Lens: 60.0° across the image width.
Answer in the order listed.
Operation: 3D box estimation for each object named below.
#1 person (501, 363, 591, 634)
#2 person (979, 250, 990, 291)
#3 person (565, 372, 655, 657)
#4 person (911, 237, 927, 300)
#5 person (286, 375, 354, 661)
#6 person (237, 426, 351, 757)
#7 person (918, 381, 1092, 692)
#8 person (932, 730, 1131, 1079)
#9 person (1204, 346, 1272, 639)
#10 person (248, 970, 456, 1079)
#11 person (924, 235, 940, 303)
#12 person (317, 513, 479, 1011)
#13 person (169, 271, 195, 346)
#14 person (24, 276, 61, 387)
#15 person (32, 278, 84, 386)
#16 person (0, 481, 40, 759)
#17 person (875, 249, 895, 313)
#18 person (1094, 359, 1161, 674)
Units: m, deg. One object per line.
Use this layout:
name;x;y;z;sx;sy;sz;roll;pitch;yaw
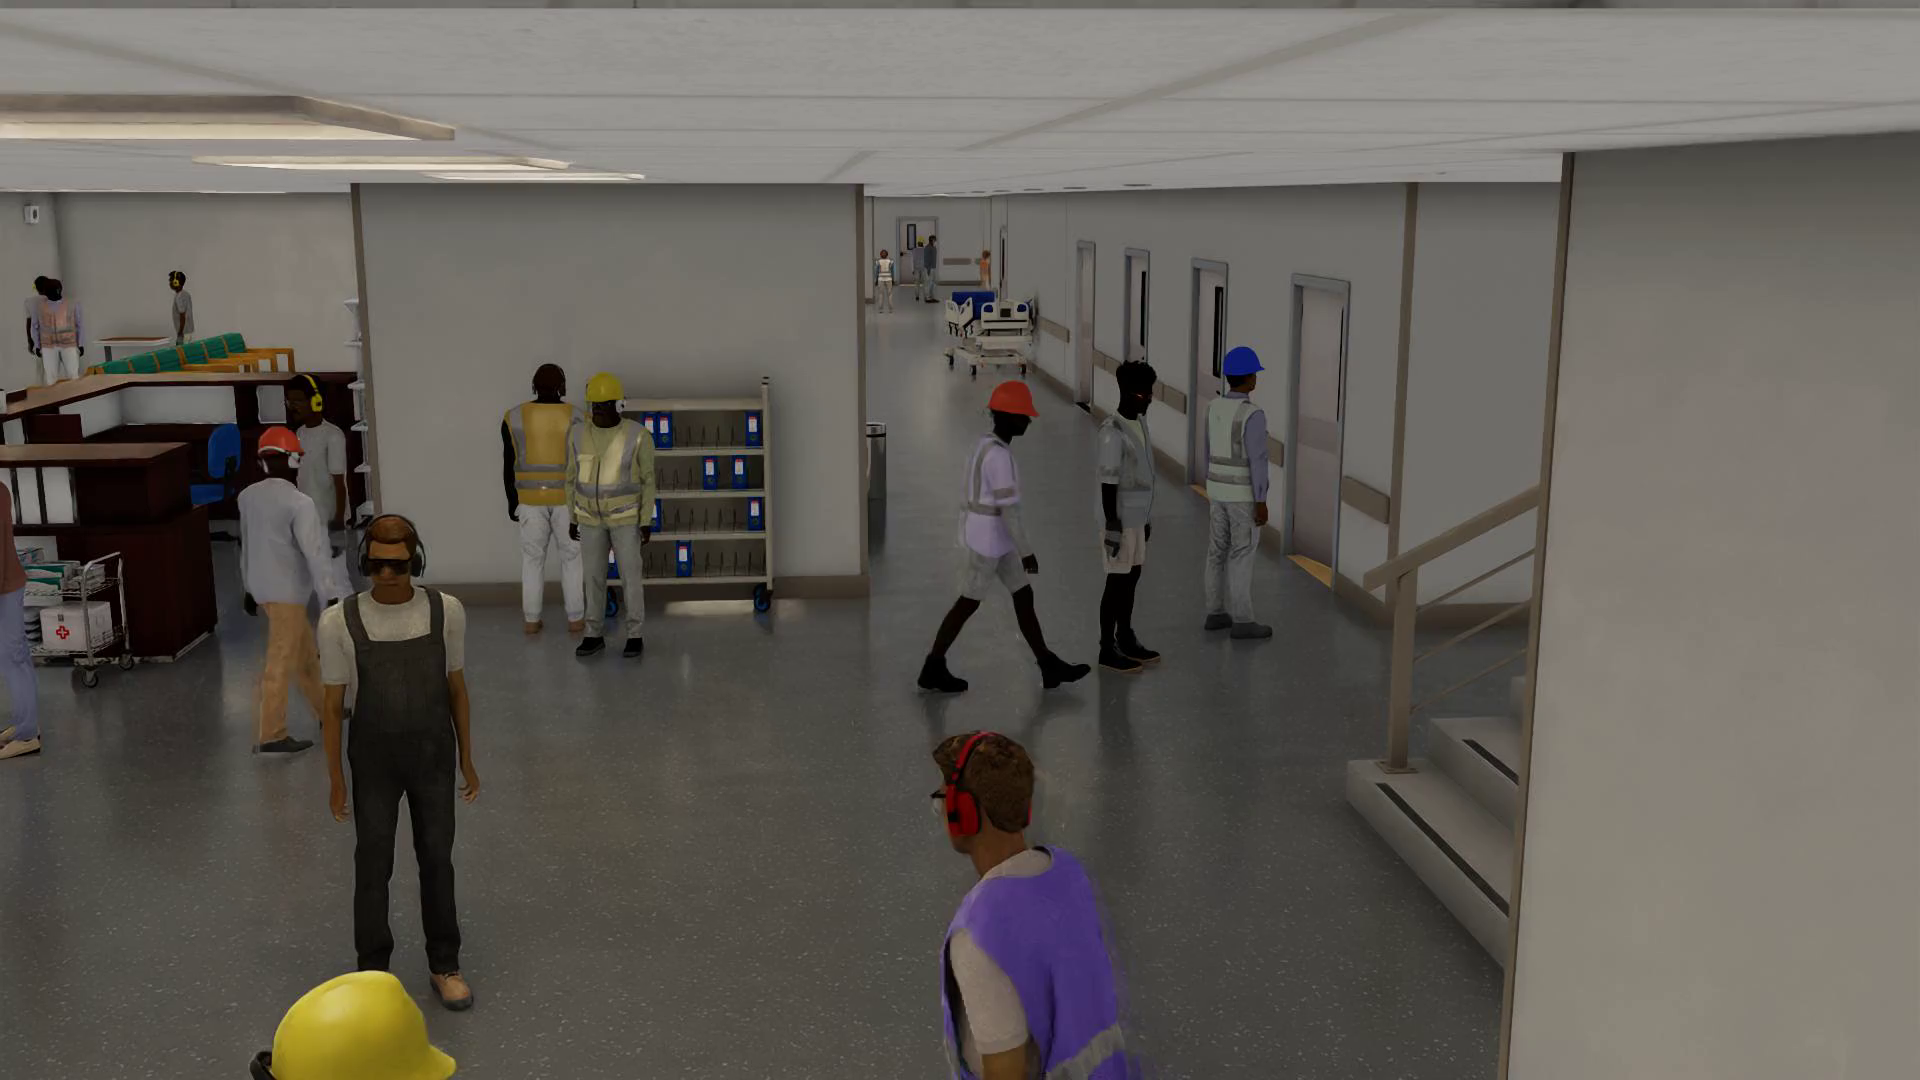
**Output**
person;-2.748;-0.272;11.218;0.629;1.837;0.429;-1;12;-6
person;0.728;-6.757;43.461;0.318;1.608;0.646;-9;15;-38
person;-2.245;-0.157;10.642;0.587;1.833;0.404;2;12;8
person;-1.119;-7.914;48.560;0.595;1.827;0.403;3;12;13
person;-3.940;-0.095;10.273;0.505;1.864;0.333;10;15;41
person;-3.525;0.249;8.917;0.632;1.712;0.783;9;15;37
person;0.224;0.000;9.778;1.032;1.876;0.548;1;12;5
person;0.123;1.308;3.613;0.897;1.775;0.577;7;13;31
person;1.851;-0.314;11.115;0.380;1.951;0.605;-6;13;-27
person;-0.925;1.519;2.617;0.527;1.765;0.328;9;14;36
person;-0.819;-7.701;47.282;0.388;1.930;0.632;4;12;18
person;-1.979;0.805;5.906;0.513;1.842;0.325;-7;13;-29
person;-11.556;-3.053;24.716;0.316;1.865;0.531;-2;12;-12
person;-12.871;-2.785;23.439;0.520;1.856;0.333;-2;12;-11
person;-12.452;-2.687;22.986;0.633;1.841;0.429;-4;12;-20
person;-5.076;0.274;8.722;0.328;1.760;0.524;-5;13;-24
person;-1.947;-6.697;43.076;0.514;1.639;0.311;-1;12;-6
person;1.031;-0.143;10.291;0.388;1.951;0.611;5;13;23
